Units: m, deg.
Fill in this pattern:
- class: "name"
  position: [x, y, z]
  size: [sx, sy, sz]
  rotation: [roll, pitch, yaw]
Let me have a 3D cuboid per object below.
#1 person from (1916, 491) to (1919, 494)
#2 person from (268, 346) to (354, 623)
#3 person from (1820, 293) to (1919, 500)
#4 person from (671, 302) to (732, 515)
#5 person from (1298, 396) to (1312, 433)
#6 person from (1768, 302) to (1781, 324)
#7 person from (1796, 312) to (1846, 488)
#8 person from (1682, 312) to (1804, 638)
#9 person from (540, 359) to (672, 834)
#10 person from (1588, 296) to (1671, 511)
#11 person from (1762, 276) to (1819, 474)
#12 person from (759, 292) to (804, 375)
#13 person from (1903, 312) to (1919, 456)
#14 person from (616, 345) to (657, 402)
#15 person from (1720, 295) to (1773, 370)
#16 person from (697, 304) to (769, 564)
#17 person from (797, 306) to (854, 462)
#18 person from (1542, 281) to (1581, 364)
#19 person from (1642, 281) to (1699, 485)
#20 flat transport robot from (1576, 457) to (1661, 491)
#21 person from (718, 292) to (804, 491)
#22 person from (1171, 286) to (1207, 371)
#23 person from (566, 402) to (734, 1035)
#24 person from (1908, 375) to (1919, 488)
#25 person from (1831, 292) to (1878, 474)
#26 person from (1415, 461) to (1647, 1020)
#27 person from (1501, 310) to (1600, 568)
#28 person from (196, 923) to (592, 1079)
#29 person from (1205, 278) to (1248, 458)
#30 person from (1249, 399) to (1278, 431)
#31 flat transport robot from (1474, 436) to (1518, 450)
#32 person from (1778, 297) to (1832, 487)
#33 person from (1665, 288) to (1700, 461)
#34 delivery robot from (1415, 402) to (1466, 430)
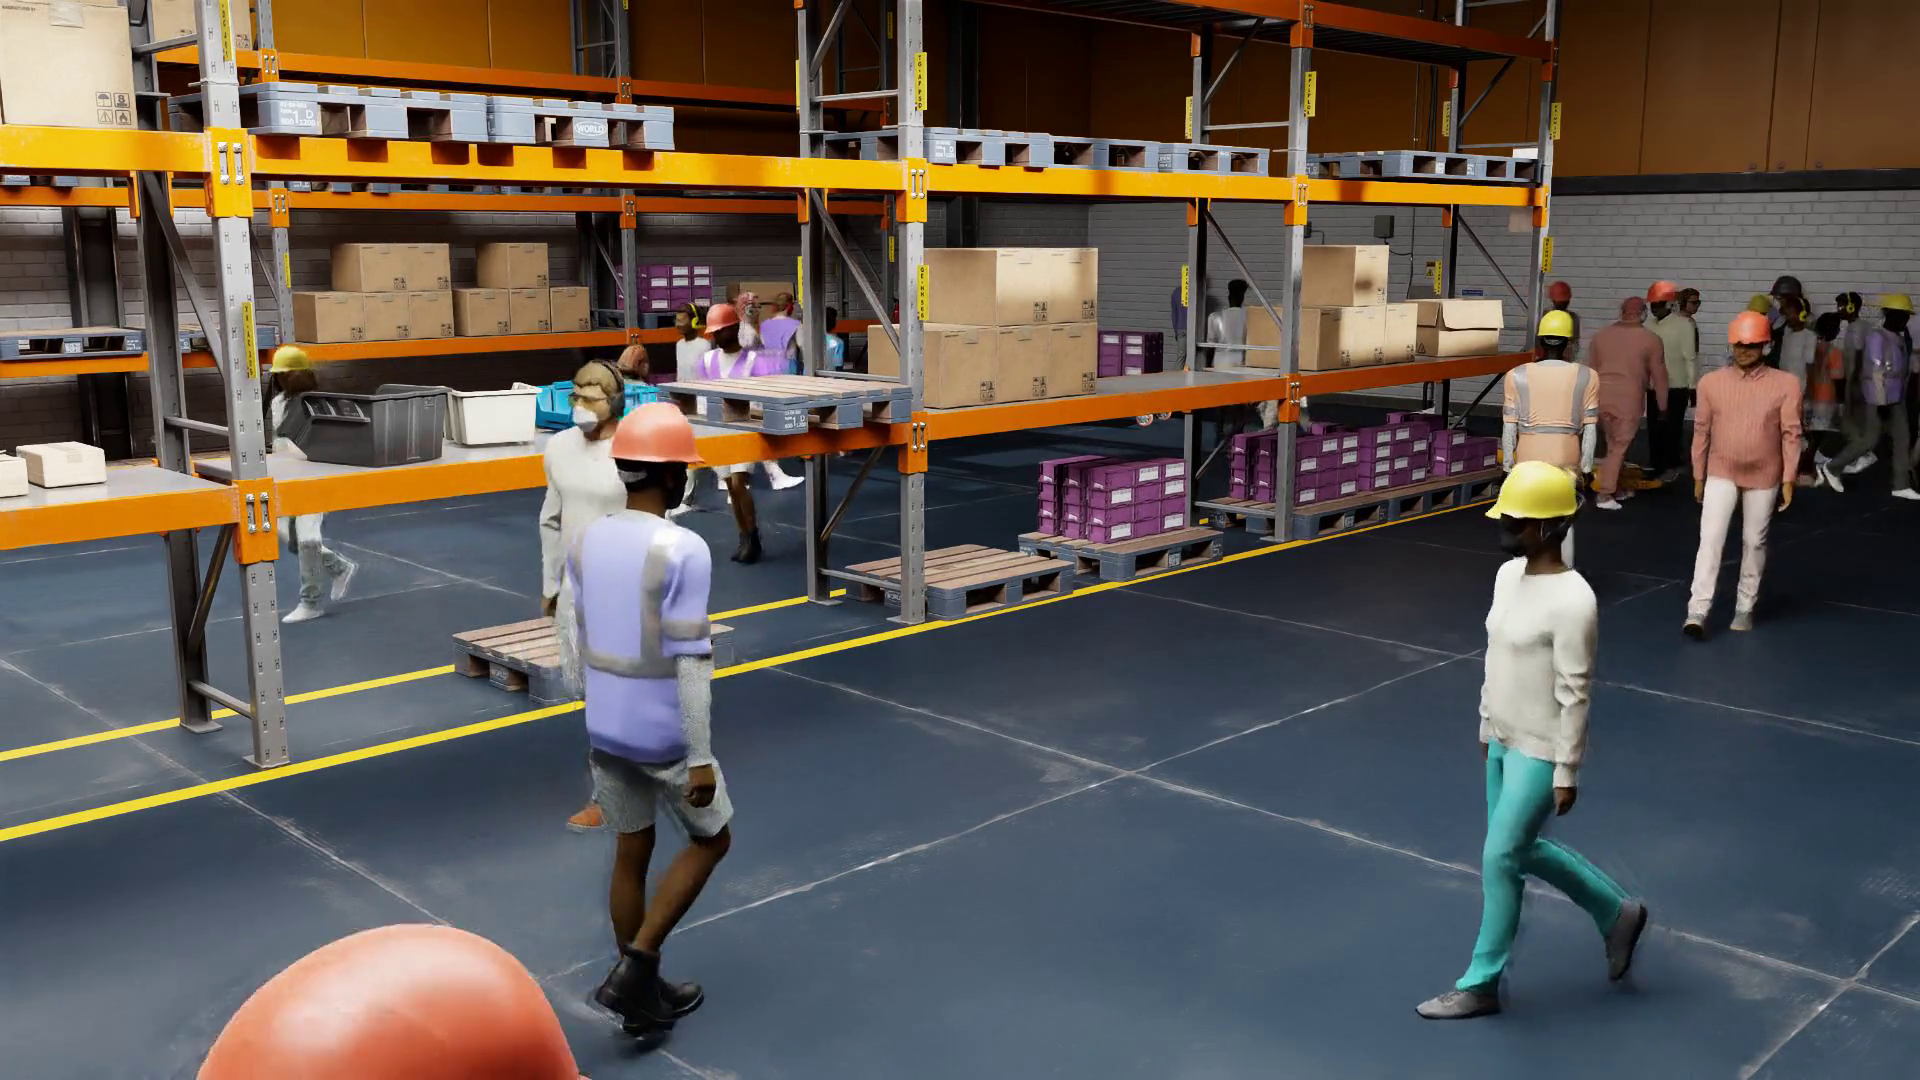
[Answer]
- class: "person"
  position: [9.287, -1.235, 15.206]
  size: [0.755, 1.728, 0.530]
  rotation: [6, 12, 29]
- class: "person"
  position: [-4.098, -0.365, 10.471]
  size: [0.499, 1.727, 0.527]
  rotation: [7, 12, 32]
- class: "person"
  position: [8.497, -1.330, 15.332]
  size: [0.592, 1.882, 0.863]
  rotation: [-7, 12, -33]
- class: "person"
  position: [-2.250, -1.155, 14.516]
  size: [0.818, 1.847, 0.526]
  rotation: [-9, 14, -40]
- class: "person"
  position: [3.449, -1.539, 17.294]
  size: [0.859, 1.582, 0.515]
  rotation: [5, 11, 24]
- class: "person"
  position: [9.004, -1.884, 18.287]
  size: [0.400, 1.907, 0.645]
  rotation: [-1, 10, -5]
- class: "person"
  position: [8.234, -1.327, 15.848]
  size: [0.531, 1.678, 0.551]
  rotation: [-2, 11, -9]
- class: "person"
  position: [4.635, -0.363, 9.875]
  size: [0.615, 1.951, 0.981]
  rotation: [6, 12, 31]
- class: "person"
  position: [-1.414, 0.201, 6.898]
  size: [0.636, 1.917, 0.722]
  rotation: [7, 12, 32]
- class: "person"
  position: [5.917, -1.204, 14.676]
  size: [0.881, 1.864, 0.653]
  rotation: [-7, 13, -34]
- class: "person"
  position: [8.278, -1.647, 16.624]
  size: [0.580, 2.000, 0.690]
  rotation: [1, 10, 7]
- class: "person"
  position: [-1.944, -1.799, 18.164]
  size: [0.570, 1.792, 1.007]
  rotation: [8, 13, 36]
- class: "person"
  position: [10.222, -1.732, 17.499]
  size: [0.623, 1.917, 0.451]
  rotation: [4, 11, 21]
- class: "person"
  position: [-2.475, -0.642, 12.327]
  size: [0.511, 1.602, 0.696]
  rotation: [4, 11, 19]
- class: "person"
  position: [8.328, -1.675, 17.489]
  size: [0.926, 1.787, 0.611]
  rotation: [-7, 13, -34]
- class: "person"
  position: [-1.687, -0.769, 12.198]
  size: [0.553, 1.906, 0.580]
  rotation: [5, 11, 25]
- class: "person"
  position: [-1.469, -1.657, 17.744]
  size: [0.534, 1.659, 0.858]
  rotation: [6, 12, 29]
- class: "person"
  position: [6.733, -1.956, 18.733]
  size: [0.611, 1.884, 0.802]
  rotation: [-2, 11, -11]
- class: "person"
  position: [6.690, -1.471, 15.853]
  size: [0.467, 1.969, 0.670]
  rotation: [-5, 12, -27]
- class: "flat transport robot"
  position: [6.004, -0.672, 16.135]
  size: [0.652, 0.197, 1.431]
  rotation: [-5, 11, -24]
- class: "person"
  position: [-1.934, -1.380, 15.639]
  size: [0.696, 1.889, 0.671]
  rotation: [-5, 11, -25]
- class: "person"
  position: [3.443, -3.120, 24.937]
  size: [0.372, 1.940, 0.630]
  rotation: [-10, 14, -42]
- class: "person"
  position: [-0.911, 0.552, 4.957]
  size: [0.575, 1.920, 0.435]
  rotation: [7, 13, 34]
- class: "person"
  position: [9.343, -1.289, 15.856]
  size: [0.759, 1.613, 0.522]
  rotation: [-7, 13, -35]
- class: "person"
  position: [8.987, -1.576, 16.782]
  size: [0.422, 1.841, 0.559]
  rotation: [6, 12, 30]
- class: "person"
  position: [1.799, 0.615, 5.092]
  size: [0.725, 1.741, 0.535]
  rotation: [-1, 10, -6]
- class: "person"
  position: [3.802, -0.517, 10.772]
  size: [0.587, 1.927, 0.367]
  rotation: [3, 11, 15]
- class: "person"
  position: [-0.431, 1.234, 1.175]
  size: [0.639, 1.954, 1.005]
  rotation: [7, 13, 35]
- class: "person"
  position: [2.930, -1.837, 17.932]
  size: [0.633, 1.938, 0.483]
  rotation: [0, 10, 0]
- class: "person"
  position: [3.099, -1.426, 16.615]
  size: [0.521, 1.601, 0.821]
  rotation: [10, 14, 43]
- class: "flat transport robot"
  position: [5.713, -0.931, 17.547]
  size: [0.652, 0.197, 1.431]
  rotation: [-3, 11, -14]
- class: "person"
  position: [7.905, -1.366, 15.679]
  size: [0.798, 1.839, 0.530]
  rotation: [0, 10, -1]
- class: "person"
  position: [7.751, -1.777, 17.866]
  size: [0.333, 1.844, 0.515]
  rotation: [10, 14, 43]
- class: "delivery robot"
  position: [5.312, -1.300, 18.531]
  size: [0.477, 0.478, 0.707]
  rotation: [-3, 11, -18]
